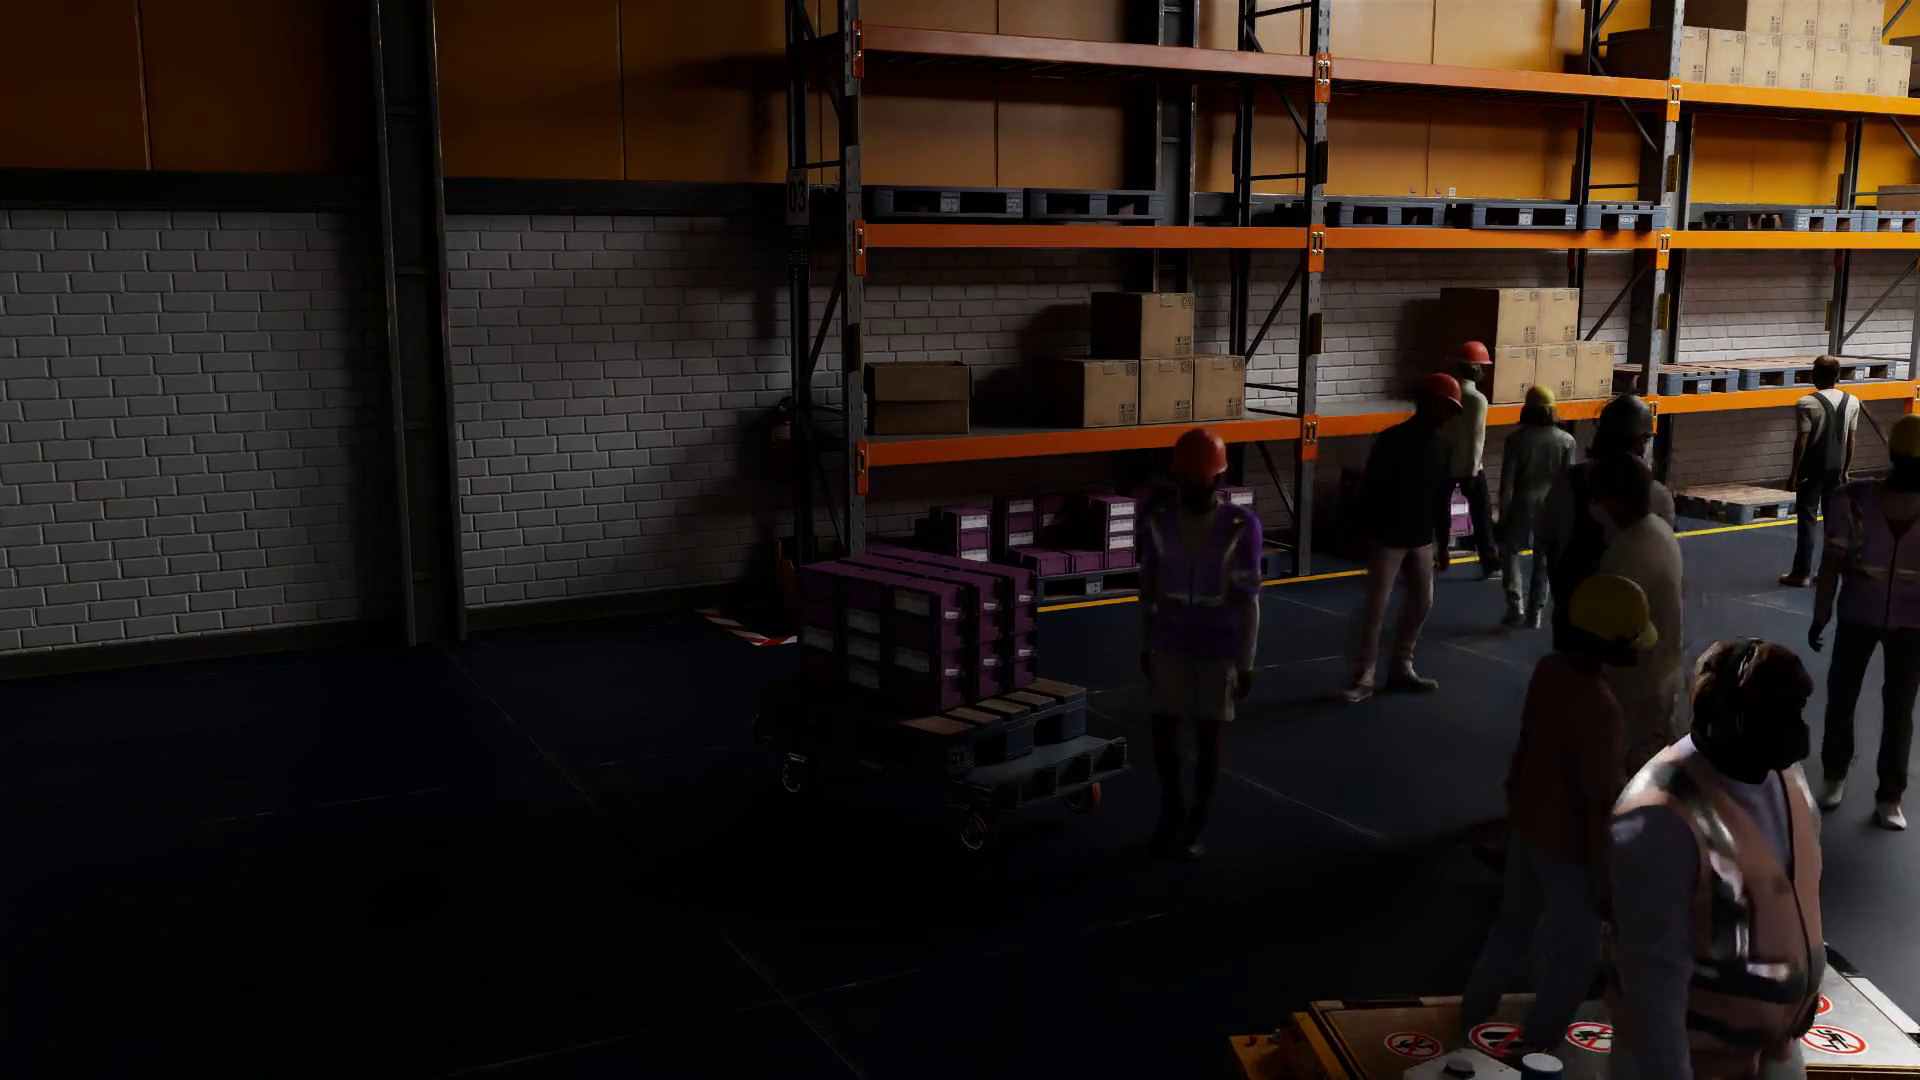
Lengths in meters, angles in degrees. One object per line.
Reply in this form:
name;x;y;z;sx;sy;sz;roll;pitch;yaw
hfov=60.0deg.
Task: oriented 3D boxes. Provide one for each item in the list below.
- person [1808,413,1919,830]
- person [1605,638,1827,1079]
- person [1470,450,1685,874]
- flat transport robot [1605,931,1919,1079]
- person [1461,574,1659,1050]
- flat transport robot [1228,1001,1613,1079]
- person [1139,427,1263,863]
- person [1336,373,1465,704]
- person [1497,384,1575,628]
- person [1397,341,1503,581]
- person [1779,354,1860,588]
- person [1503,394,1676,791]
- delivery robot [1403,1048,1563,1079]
person;4.296;0.364;7.702;0.637;1.917;0.439;5;11;24
person;1.747;1.122;3.635;0.659;1.809;0.882;-7;12;-34
person;2.562;0.583;6.543;0.981;1.873;0.629;4;11;23
flat transport robot;2.699;1.569;5.498;0.652;0.197;1.431;1;10;3
person;1.776;0.917;5.098;0.435;1.721;0.670;-1;10;-5
flat transport robot;1.606;1.635;5.120;1.431;0.197;0.652;-1;10;-5
person;1.014;0.463;7.147;0.556;1.913;0.459;4;10;20
person;2.561;0.003;9.736;0.776;1.949;0.394;-6;11;-30
person;4.011;-0.224;11.612;0.504;1.737;0.449;1;10;8
person;3.963;-0.609;13.223;1.018;1.952;0.606;-4;11;-23
person;6.768;-0.537;13.099;0.508;1.846;0.345;-1;10;-7
person;2.998;0.284;7.808;0.998;2.000;0.681;-7;12;-33
delivery robot;1.505;1.583;4.332;0.477;0.478;0.707;-7;12;-33
